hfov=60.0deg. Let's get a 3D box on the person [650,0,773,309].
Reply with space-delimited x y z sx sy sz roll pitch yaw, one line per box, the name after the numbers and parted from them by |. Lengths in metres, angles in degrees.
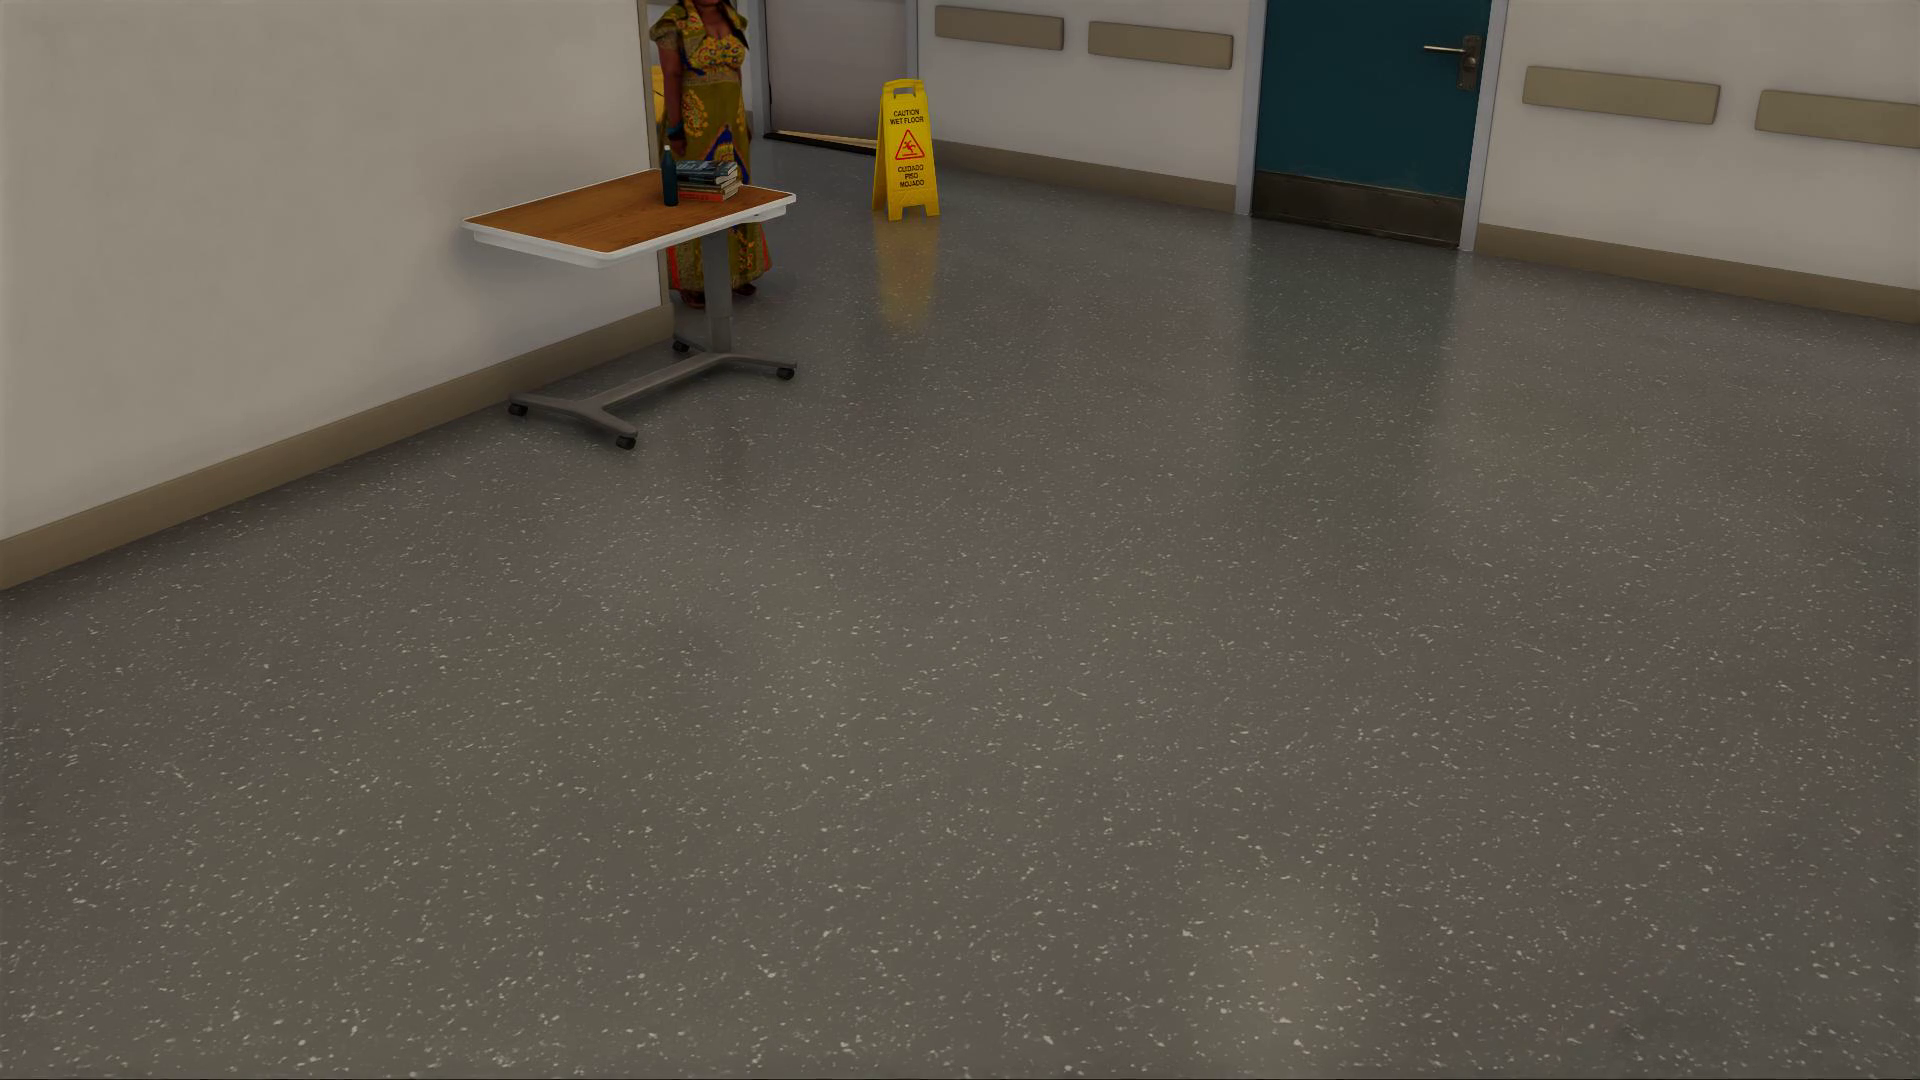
-1.194 -1.953 7.861 0.795 1.659 0.874 21 33 36 | person
